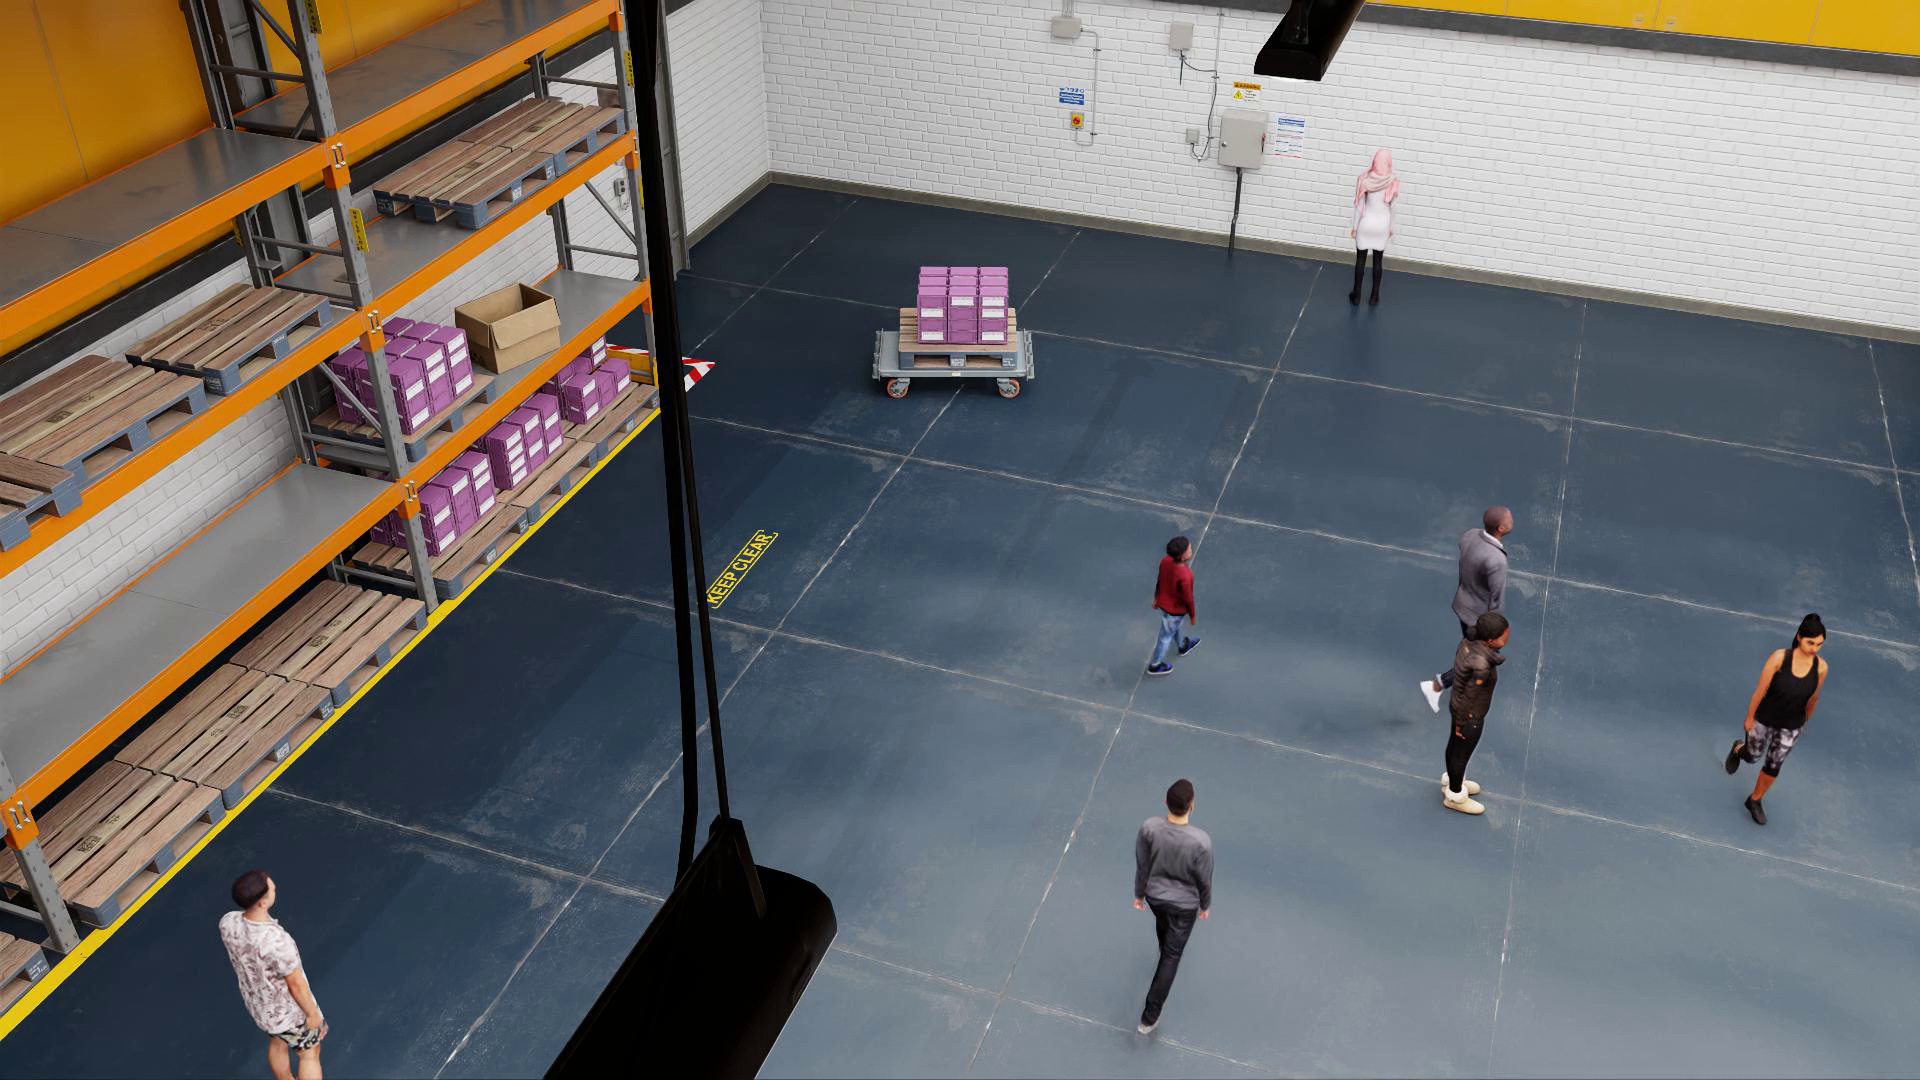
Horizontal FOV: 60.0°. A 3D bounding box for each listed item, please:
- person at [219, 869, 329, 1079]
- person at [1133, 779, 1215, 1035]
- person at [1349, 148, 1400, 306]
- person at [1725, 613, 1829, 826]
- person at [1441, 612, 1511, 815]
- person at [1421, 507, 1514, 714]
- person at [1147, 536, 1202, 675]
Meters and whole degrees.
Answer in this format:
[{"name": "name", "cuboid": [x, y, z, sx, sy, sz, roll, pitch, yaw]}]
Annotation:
[{"name": "person", "cuboid": [-3.843, 2.575, 9.352, 0.703, 1.812, 0.622, 17, 37, 24]}, {"name": "person", "cuboid": [1.251, 2.202, 9.985, 0.703, 1.733, 1.163, 15, 36, 21]}, {"name": "person", "cuboid": [4.587, -3.477, 18.465, 0.686, 1.803, 0.660, 3, 34, 5]}, {"name": "person", "cuboid": [5.671, 1.186, 11.589, 0.701, 1.650, 0.895, 4, 34, 6]}, {"name": "person", "cuboid": [3.523, 1.189, 11.575, 0.704, 1.661, 0.637, -12, 35, -17]}, {"name": "person", "cuboid": [3.786, 0.553, 12.398, 1.001, 1.807, 0.963, -5, 34, -7]}, {"name": "person", "cuboid": [1.601, 0.526, 12.954, 0.853, 1.238, 0.793, -15, 36, -21]}]
